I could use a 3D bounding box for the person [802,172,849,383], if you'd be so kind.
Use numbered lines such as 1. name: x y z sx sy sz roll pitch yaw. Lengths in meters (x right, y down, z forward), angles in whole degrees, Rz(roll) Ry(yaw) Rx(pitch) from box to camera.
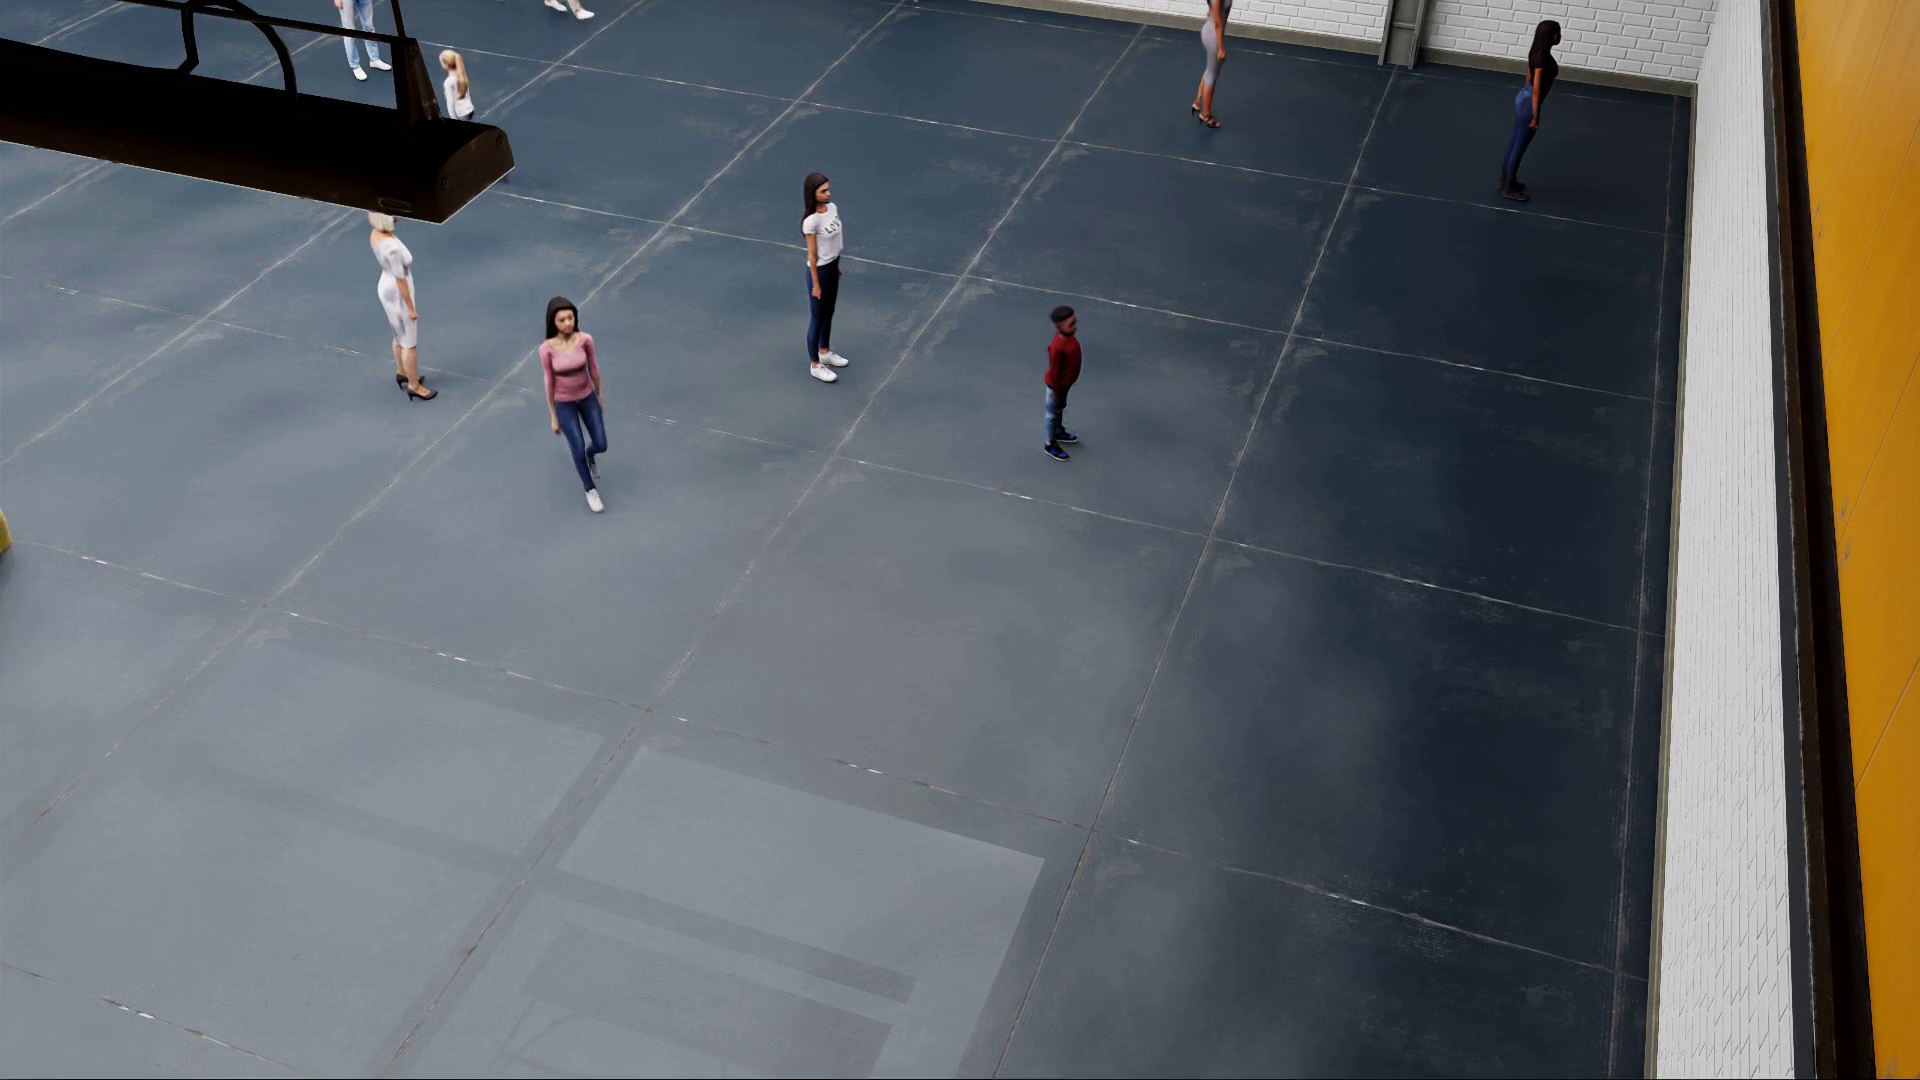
1. person: -1.111 -2.129 13.379 0.509 1.774 0.592 14 41 17

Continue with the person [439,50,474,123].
1. person: -4.847 -4.181 16.358 0.782 1.263 0.488 13 40 15

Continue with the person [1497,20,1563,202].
1. person: 5.436 -4.123 15.903 0.583 1.739 0.600 6 39 8

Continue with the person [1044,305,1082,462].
1. person: 0.756 -1.227 12.664 0.470 1.256 0.495 13 40 16

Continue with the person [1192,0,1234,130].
1. person: 2.564 -5.120 17.117 0.609 1.782 0.640 3 39 3

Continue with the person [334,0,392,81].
1. person: -6.650 -6.014 18.181 0.656 1.852 0.708 26 46 29

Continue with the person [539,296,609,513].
1. person: -2.807 -1.021 12.025 0.783 1.733 0.845 -17 42 -20

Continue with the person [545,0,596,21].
1. person: -4.800 -7.049 19.504 1.220 1.818 0.856 21 43 24

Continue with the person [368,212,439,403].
1. person: -4.440 -1.908 13.126 0.716 1.744 0.635 -22 44 -25
